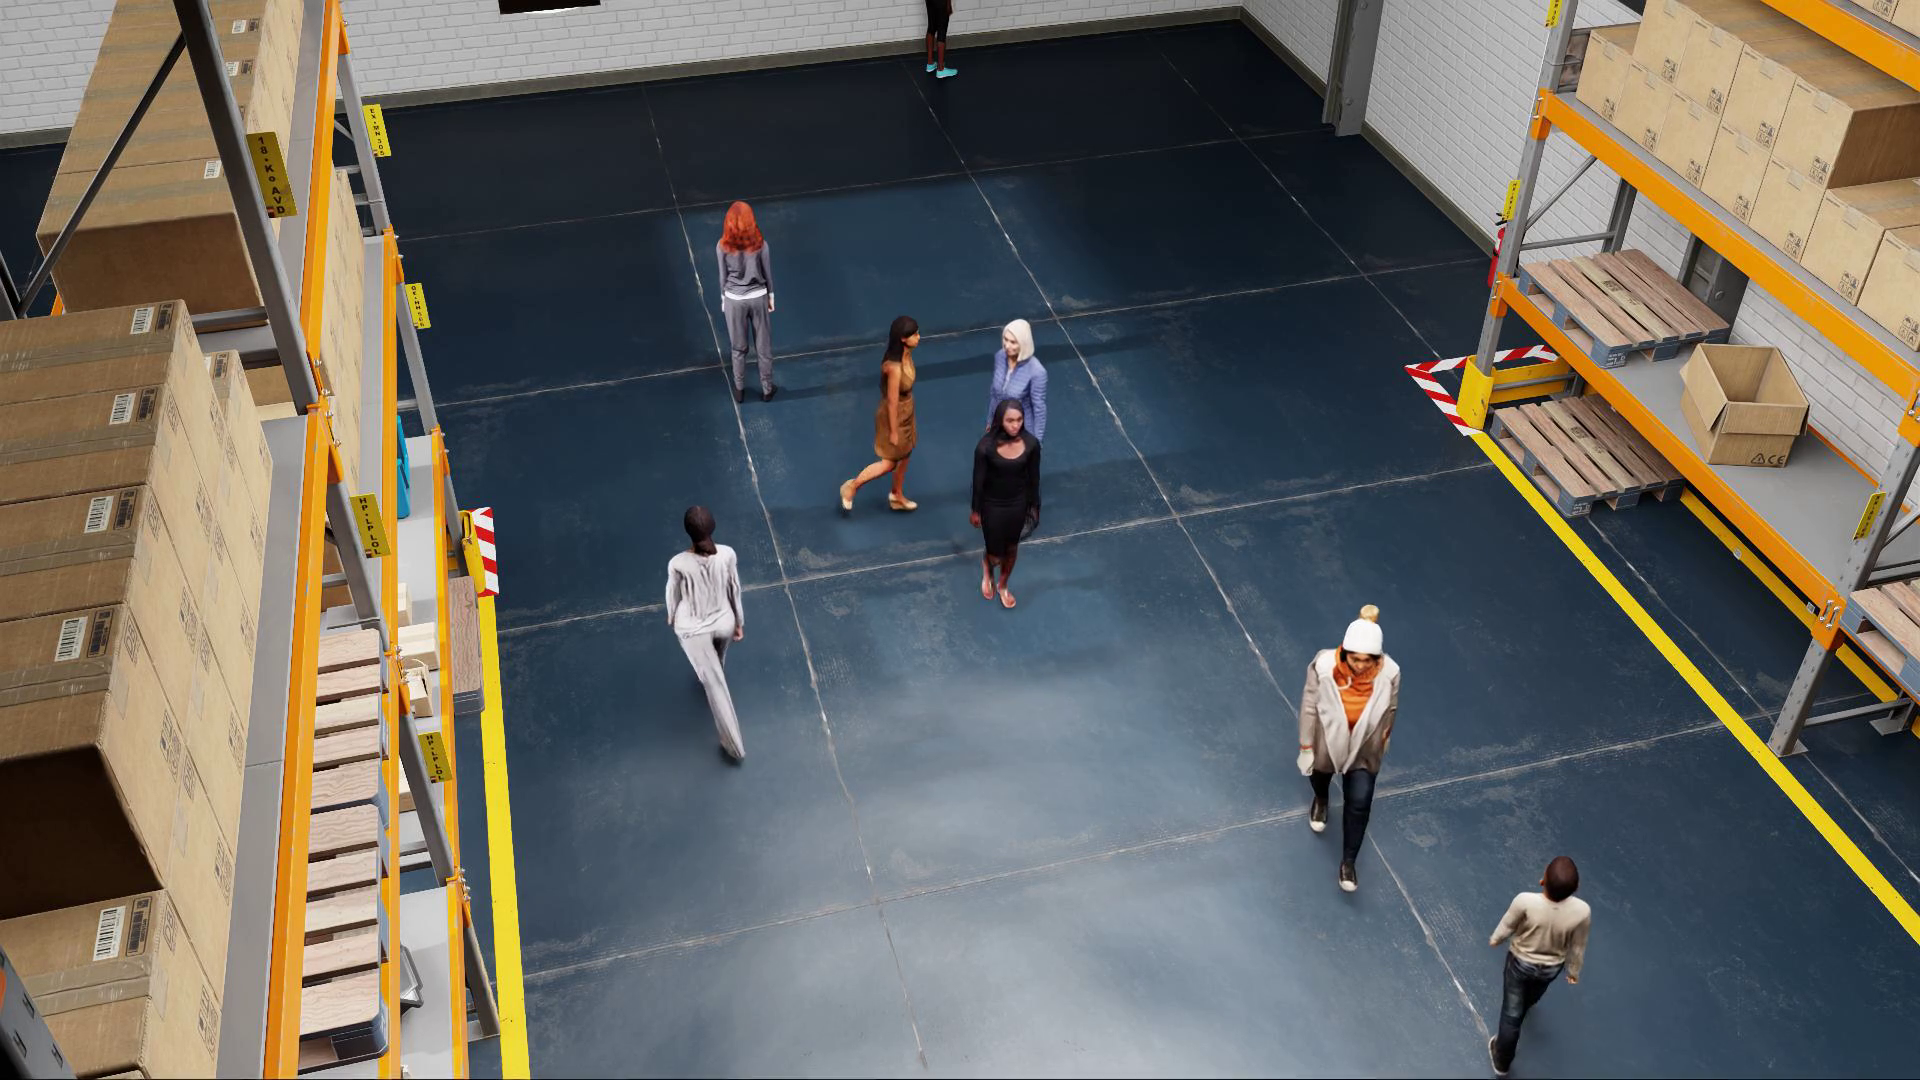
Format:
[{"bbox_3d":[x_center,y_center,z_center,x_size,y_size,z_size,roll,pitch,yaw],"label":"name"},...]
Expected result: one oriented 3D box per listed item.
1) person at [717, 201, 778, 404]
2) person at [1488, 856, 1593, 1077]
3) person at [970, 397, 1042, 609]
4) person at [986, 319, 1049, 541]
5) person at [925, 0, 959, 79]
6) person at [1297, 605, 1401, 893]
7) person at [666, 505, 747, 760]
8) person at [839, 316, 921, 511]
[{"bbox_3d":[-1.705,-1.896,13.331,0.602,1.779,0.542,-3,39,-4],"label":"person"},{"bbox_3d":[2.930,2.207,8.463,0.785,1.443,0.949,5,39,6],"label":"person"},{"bbox_3d":[0.277,-0.275,11.361,0.627,1.704,0.622,-10,40,-13],"label":"person"},{"bbox_3d":[0.409,-0.858,12.061,0.805,1.742,0.674,-31,48,-33],"label":"person"},{"bbox_3d":[-0.252,-6.053,18.580,0.672,1.724,0.569,-21,43,-24],"label":"person"},{"bbox_3d":[2.221,1.036,9.593,0.995,1.863,1.178,7,39,8],"label":"person"},{"bbox_3d":[-1.522,0.614,10.238,0.771,1.716,1.188,-19,42,-22],"label":"person"},{"bbox_3d":[-0.524,-0.869,12.138,0.876,1.663,0.891,11,40,14],"label":"person"}]
